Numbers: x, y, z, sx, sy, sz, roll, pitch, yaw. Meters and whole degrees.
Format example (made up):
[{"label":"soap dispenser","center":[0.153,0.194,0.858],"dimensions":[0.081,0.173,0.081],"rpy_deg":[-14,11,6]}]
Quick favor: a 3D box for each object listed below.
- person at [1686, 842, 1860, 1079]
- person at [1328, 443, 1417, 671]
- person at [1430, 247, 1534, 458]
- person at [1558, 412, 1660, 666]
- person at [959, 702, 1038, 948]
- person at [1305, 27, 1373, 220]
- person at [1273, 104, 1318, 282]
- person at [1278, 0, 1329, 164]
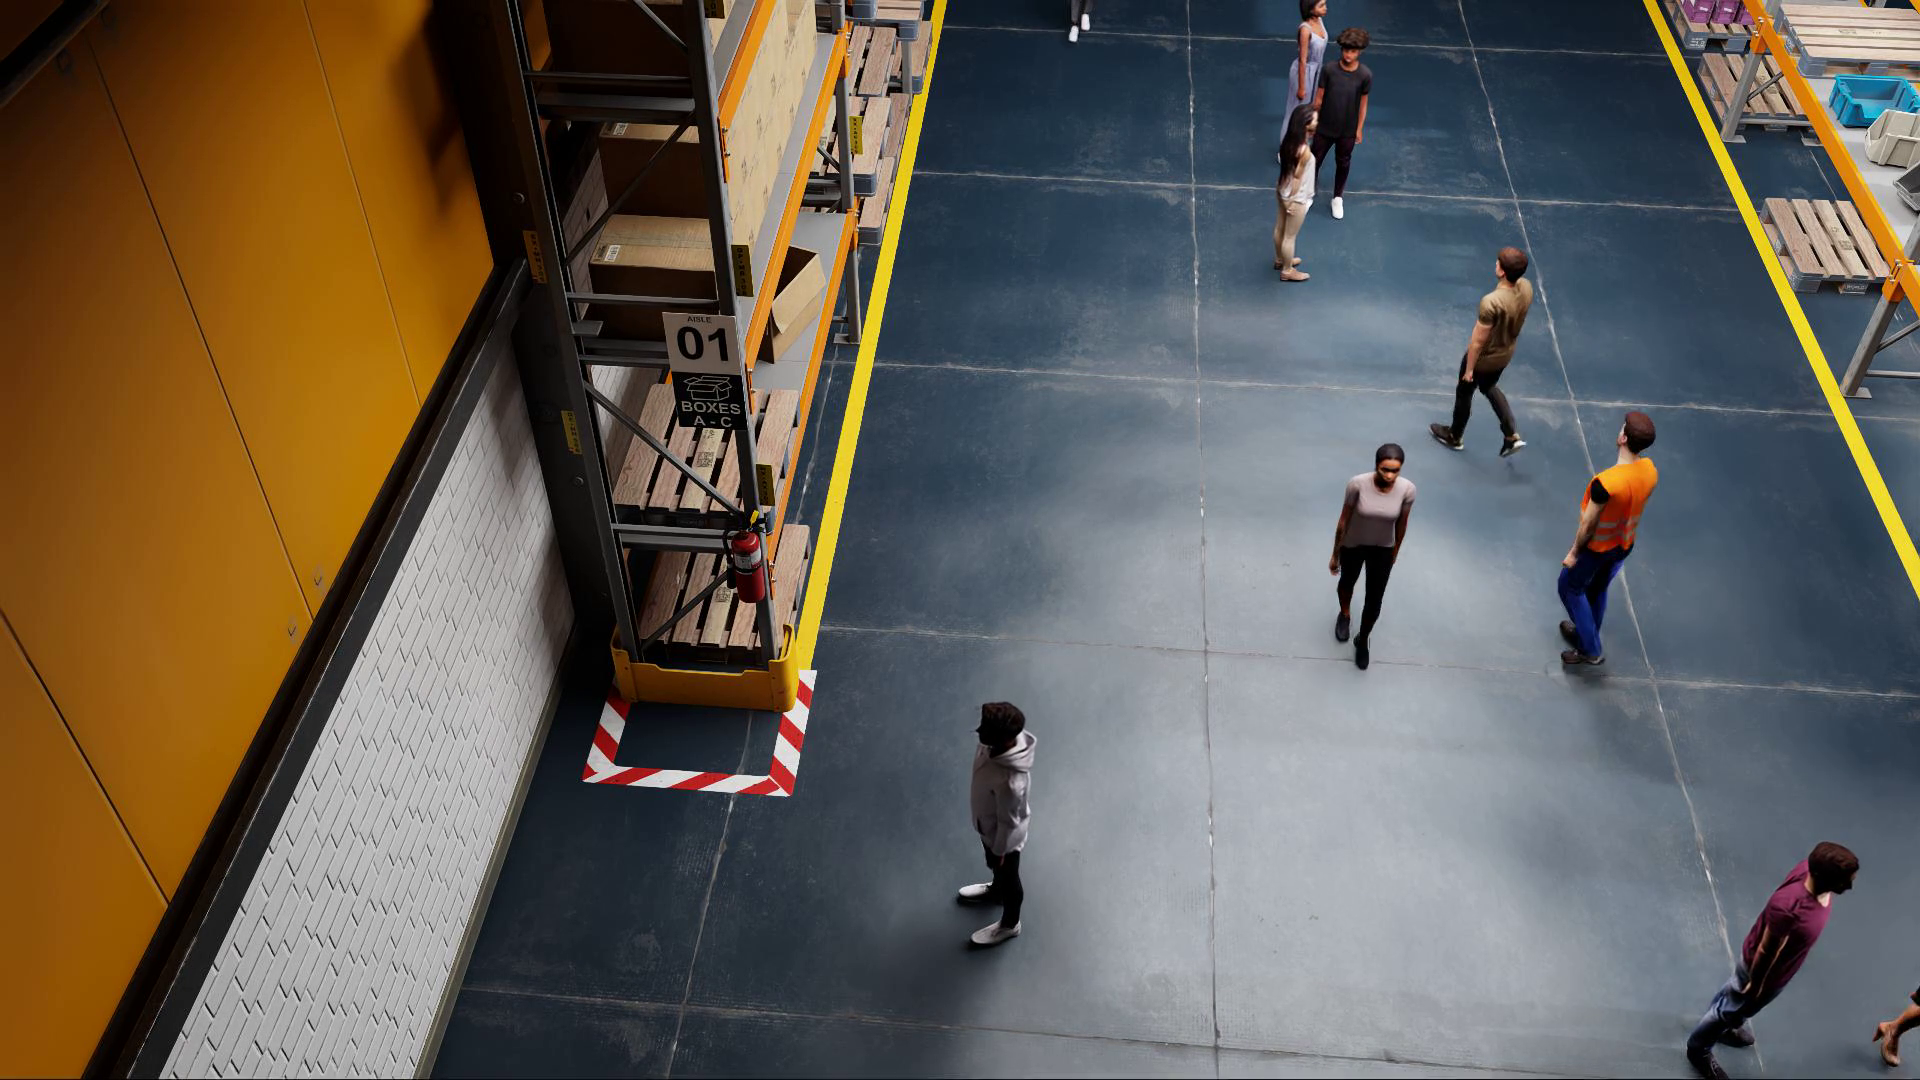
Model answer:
[{"label":"person","center":[4.204,2.144,8.612],"dimensions":[0.793,1.851,0.691],"rpy_deg":[32,52,29]},{"label":"person","center":[2.675,-0.015,10.966],"dimensions":[0.669,1.730,0.798],"rpy_deg":[10,45,10]},{"label":"person","center":[3.971,-1.327,12.265],"dimensions":[1.021,1.838,1.119],"rpy_deg":[-26,49,-24]},{"label":"person","center":[4.215,0.049,10.809],"dimensions":[0.944,1.855,1.018],"rpy_deg":[-26,49,-24]},{"label":"person","center":[0.234,1.540,9.189],"dimensions":[0.803,1.931,0.643],"rpy_deg":[-8,44,-8]},{"label":"person","center":[3.367,-3.731,14.828],"dimensions":[0.655,1.784,0.612],"rpy_deg":[9,44,9]},{"label":"person","center":[2.806,-2.934,14.086],"dimensions":[0.678,1.653,0.624],"rpy_deg":[-27,50,-25]},{"label":"person","center":[3.207,-4.326,15.516],"dimensions":[0.710,1.696,0.591],"rpy_deg":[20,47,20]}]
